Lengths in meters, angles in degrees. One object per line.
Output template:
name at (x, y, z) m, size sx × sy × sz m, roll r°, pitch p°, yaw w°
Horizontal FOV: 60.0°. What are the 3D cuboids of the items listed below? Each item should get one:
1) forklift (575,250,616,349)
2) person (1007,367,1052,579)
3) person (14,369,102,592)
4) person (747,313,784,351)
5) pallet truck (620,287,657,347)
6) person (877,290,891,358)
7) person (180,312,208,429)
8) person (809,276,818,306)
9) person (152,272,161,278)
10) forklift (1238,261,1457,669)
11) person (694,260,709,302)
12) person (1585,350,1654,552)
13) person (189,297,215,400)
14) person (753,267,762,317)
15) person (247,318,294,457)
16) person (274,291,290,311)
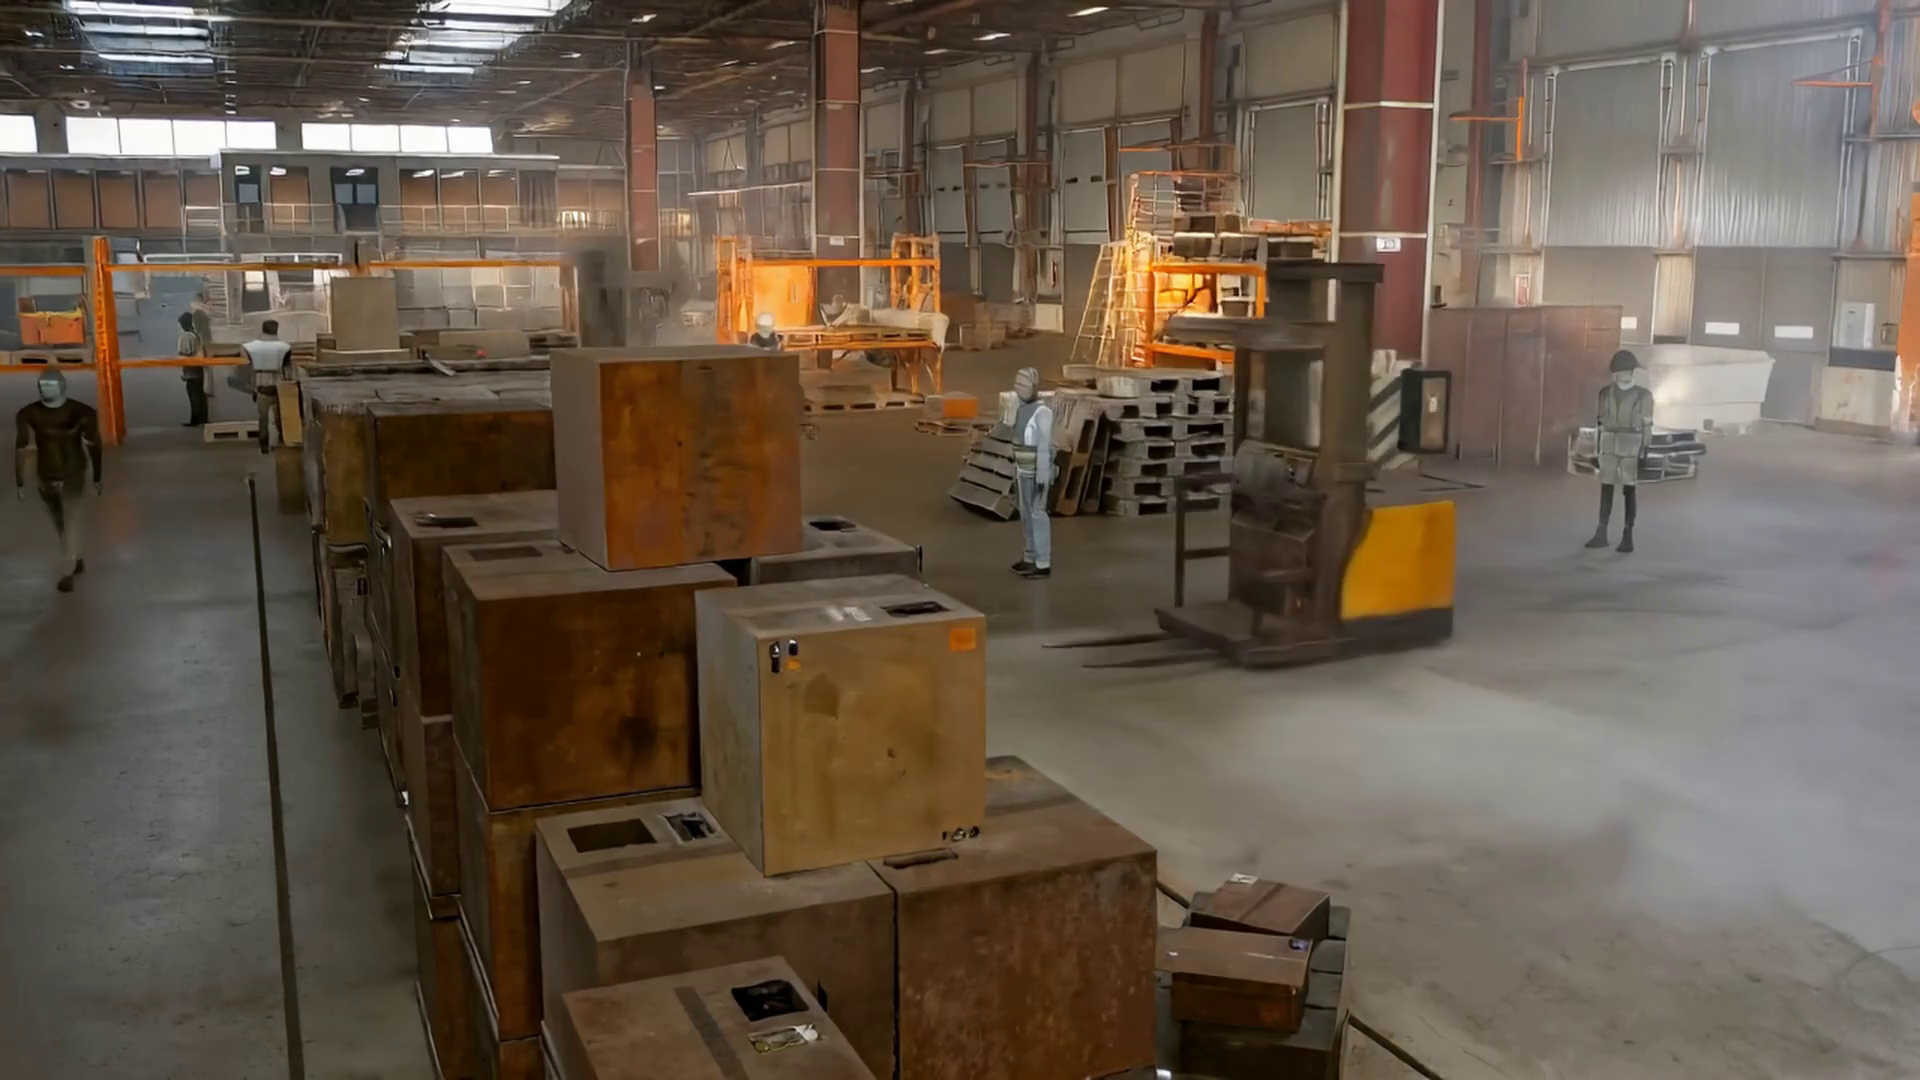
forklift at (-5.097, -2.686, 23.487) m, size 1.873 × 2.768 × 1.129 m, roll -4°, pitch 11°, yaw -20°
person at (0.628, -0.595, 14.751) m, size 0.351 × 1.878 × 0.569 m, roll -4°, pitch 11°, yaw -20°
person at (-7.818, -0.546, 14.452) m, size 0.651 × 1.890 × 1.033 m, roll -3°, pitch 11°, yaw -15°
person at (-2.830, -2.370, 24.407) m, size 0.584 × 1.917 × 0.381 m, roll -5°, pitch 12°, yaw -27°
pallet truck at (-6.464, -4.406, 35.401) m, size 0.823 × 1.965 × 1.885 m, roll 6°, pitch 12°, yaw 32°
person at (-2.000, -5.393, 41.630) m, size 0.859 × 1.700 × 0.512 m, roll 2°, pitch 10°, yaw 11°
person at (-12.121, -2.669, 26.254) m, size 0.345 × 1.846 × 0.506 m, roll 1°, pitch 10°, yaw 5°
person at (-3.986, -6.548, 47.346) m, size 0.605 × 1.948 × 0.384 m, roll -3°, pitch 11°, yaw -15°
person at (-25.505, -7.532, 52.836) m, size 0.586 × 1.918 × 0.623 m, roll 7°, pitch 12°, yaw 33°
forklift at (2.606, -0.620, 12.101) m, size 1.873 × 2.768 × 1.129 m, roll -5°, pitch 11°, yaw -24°
person at (-12.097, -12.136, 78.091) m, size 0.655 × 1.958 × 0.869 m, roll -5°, pitch 11°, yaw -25°
person at (6.328, -0.850, 15.968) m, size 0.363 × 1.935 × 0.553 m, roll -10°, pitch 14°, yaw -44°
person at (-14.157, -3.569, 31.098) m, size 0.398 × 1.904 × 0.784 m, roll -5°, pitch 11°, yaw -24°
person at (-7.777, -9.562, 64.016) m, size 0.388 × 1.927 × 0.589 m, roll 1°, pitch 10°, yaw 3°
person at (-9.469, -2.087, 22.889) m, size 0.595 × 1.908 × 0.392 m, roll -1°, pitch 10°, yaw -6°
person at (-14.454, -4.390, 35.650) m, size 0.316 × 1.875 × 0.531 m, roll 1°, pitch 10°, yaw 8°
